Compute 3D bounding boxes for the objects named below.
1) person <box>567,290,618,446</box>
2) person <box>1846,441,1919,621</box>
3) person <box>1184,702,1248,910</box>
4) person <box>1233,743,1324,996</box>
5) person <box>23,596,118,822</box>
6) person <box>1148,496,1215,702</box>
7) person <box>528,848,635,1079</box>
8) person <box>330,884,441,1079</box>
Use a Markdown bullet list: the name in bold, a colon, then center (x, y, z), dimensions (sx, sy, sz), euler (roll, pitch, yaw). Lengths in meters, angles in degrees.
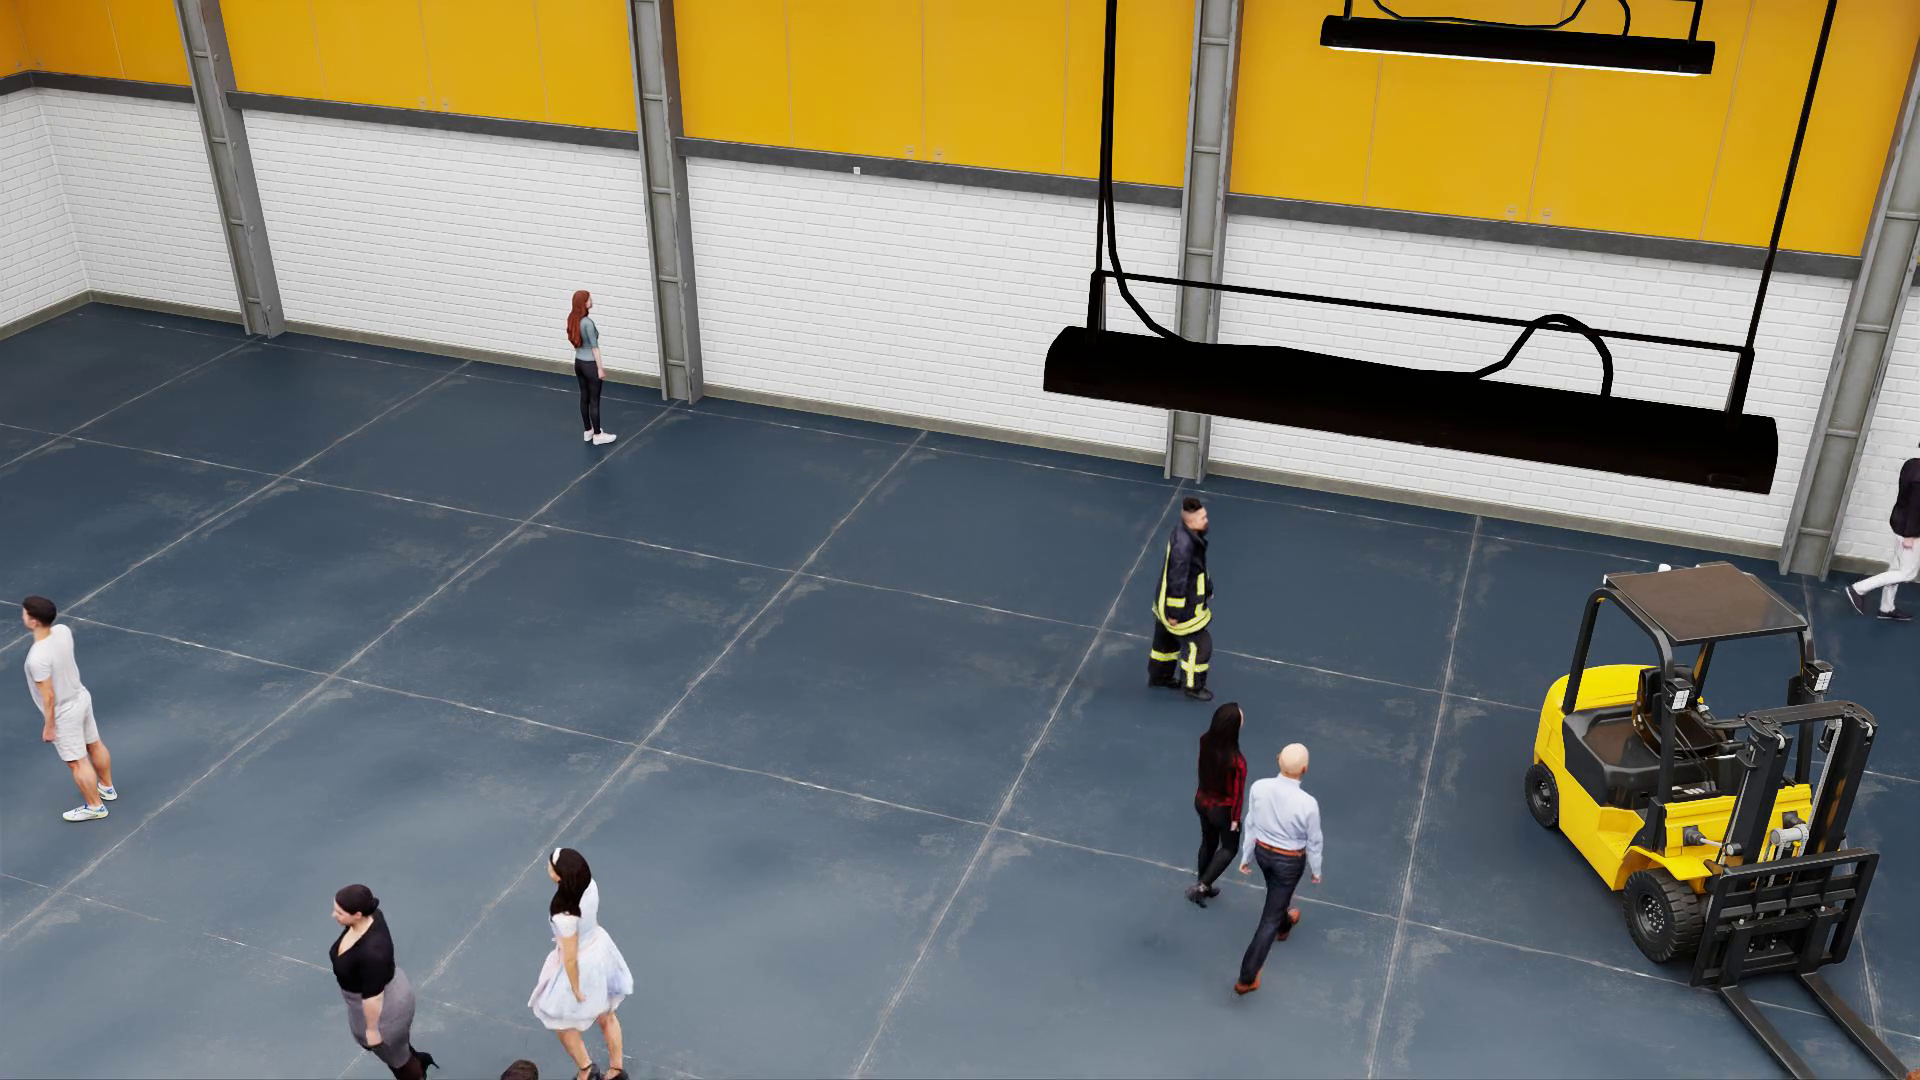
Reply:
- **person**: center (-4.029, -1.879, 18.032), dimensions (0.729, 1.743, 0.612), euler (-25, 37, -38)
- **person**: center (8.273, -0.112, 14.695), dimensions (0.811, 1.836, 0.658), euler (10, 30, 18)
- **person**: center (1.692, 1.853, 11.294), dimensions (0.797, 1.643, 0.743), euler (-22, 36, -35)
- **person**: center (2.015, 2.128, 10.678), dimensions (1.254, 1.750, 0.955), euler (19, 34, 31)
- **person**: center (-6.567, 1.222, 12.228), dimensions (0.720, 1.856, 0.759), euler (-1, 29, -2)
- **person**: center (1.737, 0.449, 13.657), dimensions (0.879, 1.844, 0.840), euler (3, 29, 5)
- **person**: center (-2.123, 2.568, 9.819), dimensions (0.806, 1.800, 0.677), euler (9, 30, 15)
- **person**: center (-3.269, 2.674, 9.681), dimensions (0.882, 1.745, 0.816), euler (-16, 32, -27)
